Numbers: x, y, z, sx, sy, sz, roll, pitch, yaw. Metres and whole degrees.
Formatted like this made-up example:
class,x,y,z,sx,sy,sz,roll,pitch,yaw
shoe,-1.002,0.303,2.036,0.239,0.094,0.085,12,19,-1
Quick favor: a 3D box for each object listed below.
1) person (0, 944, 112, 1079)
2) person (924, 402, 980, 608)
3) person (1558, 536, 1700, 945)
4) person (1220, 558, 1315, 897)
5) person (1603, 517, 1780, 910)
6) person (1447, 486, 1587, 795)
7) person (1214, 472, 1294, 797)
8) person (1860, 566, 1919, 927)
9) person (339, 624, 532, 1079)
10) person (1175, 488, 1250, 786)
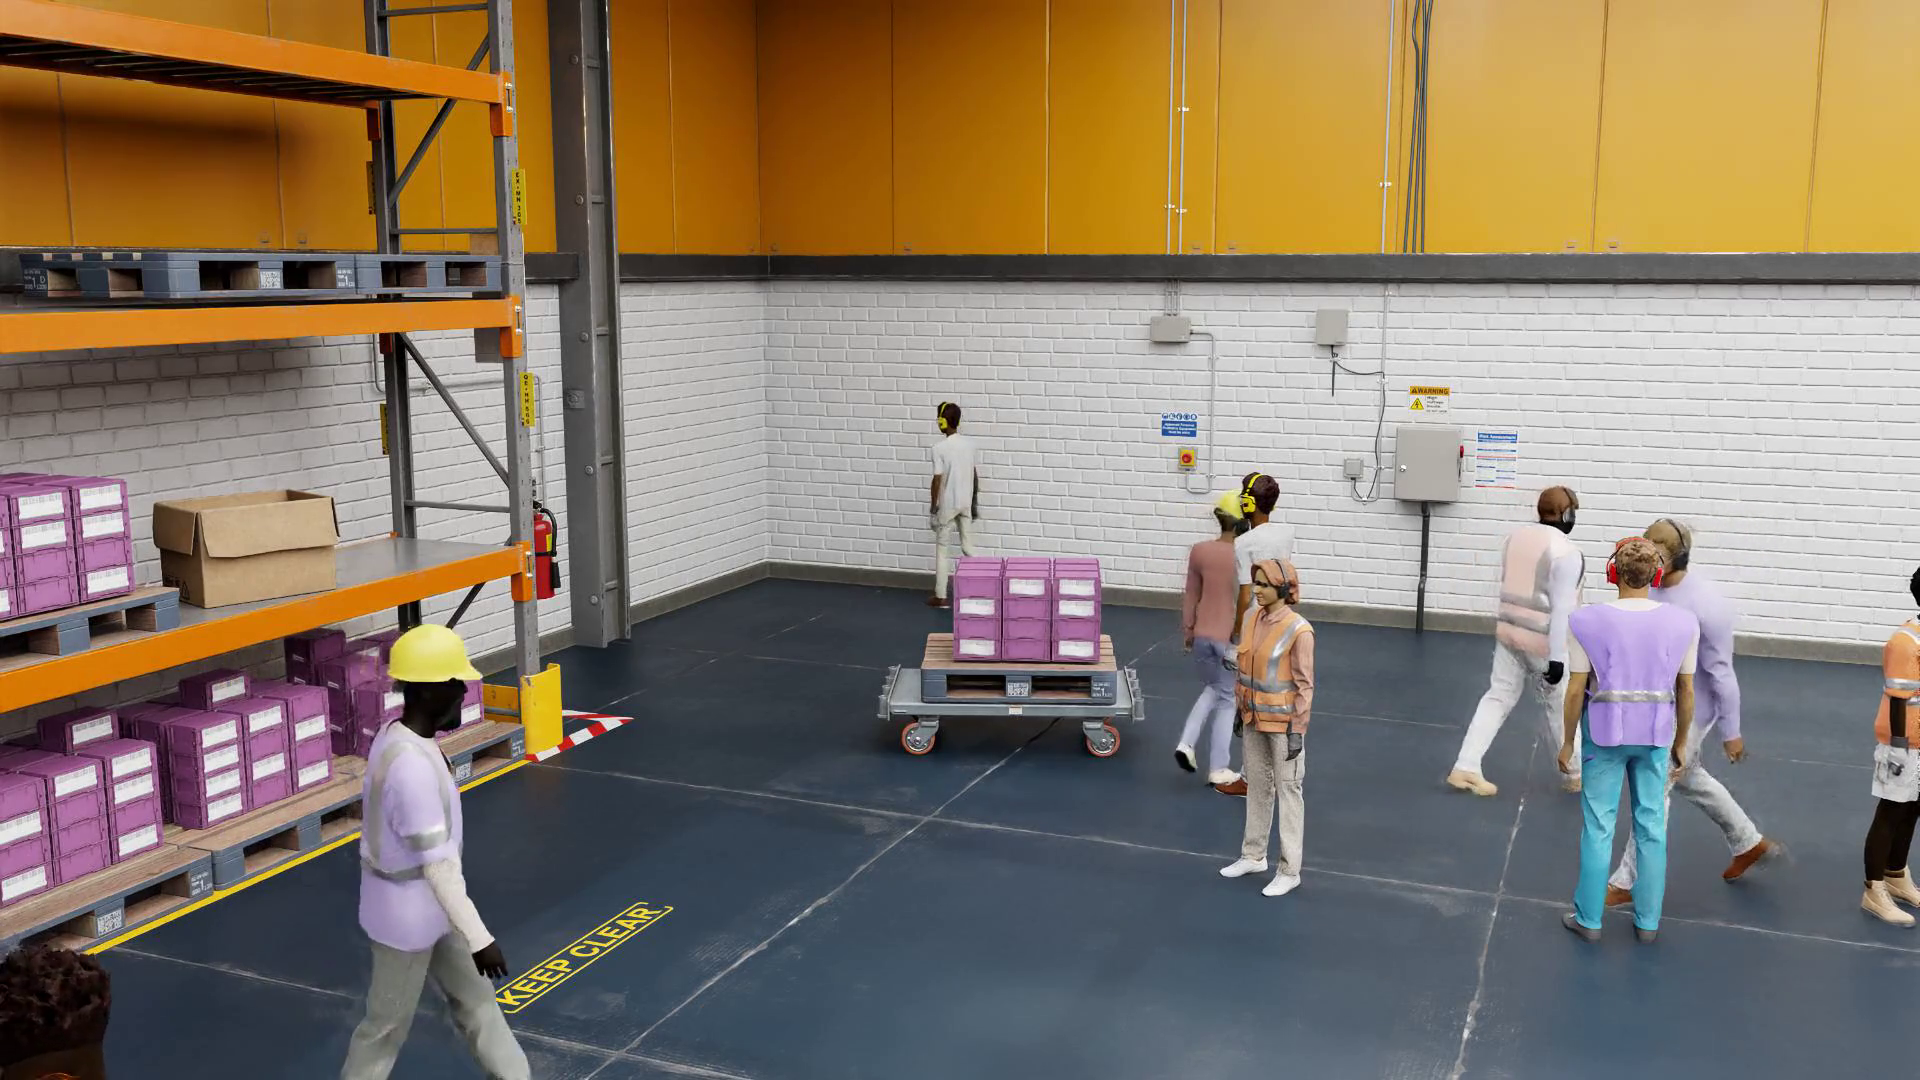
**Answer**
class,x,y,z,sx,sy,sz,roll,pitch,yaw
person,-1.397,1.621,2.881,0.550,1.916,0.802,-5,11,-27
person,-0.029,-0.289,14.601,0.577,1.857,0.651,-6,11,-33
person,2.963,0.902,7.405,0.564,1.846,0.390,1,9,5
person,1.513,0.894,8.076,0.309,1.641,0.514,-5,11,-29
person,3.472,0.809,7.874,0.999,1.894,0.662,-2,10,-10
person,3.278,0.589,9.500,0.986,1.788,0.661,-4,10,-21
person,1.686,0.543,9.510,0.317,1.870,0.531,9,13,44
person,4.435,0.925,7.708,0.538,1.698,0.320,-7,12,-37
person,-1.679,1.208,5.454,0.979,1.877,0.599,-2,10,-14
person,1.540,0.571,9.697,0.420,1.754,0.525,-8,12,-38
